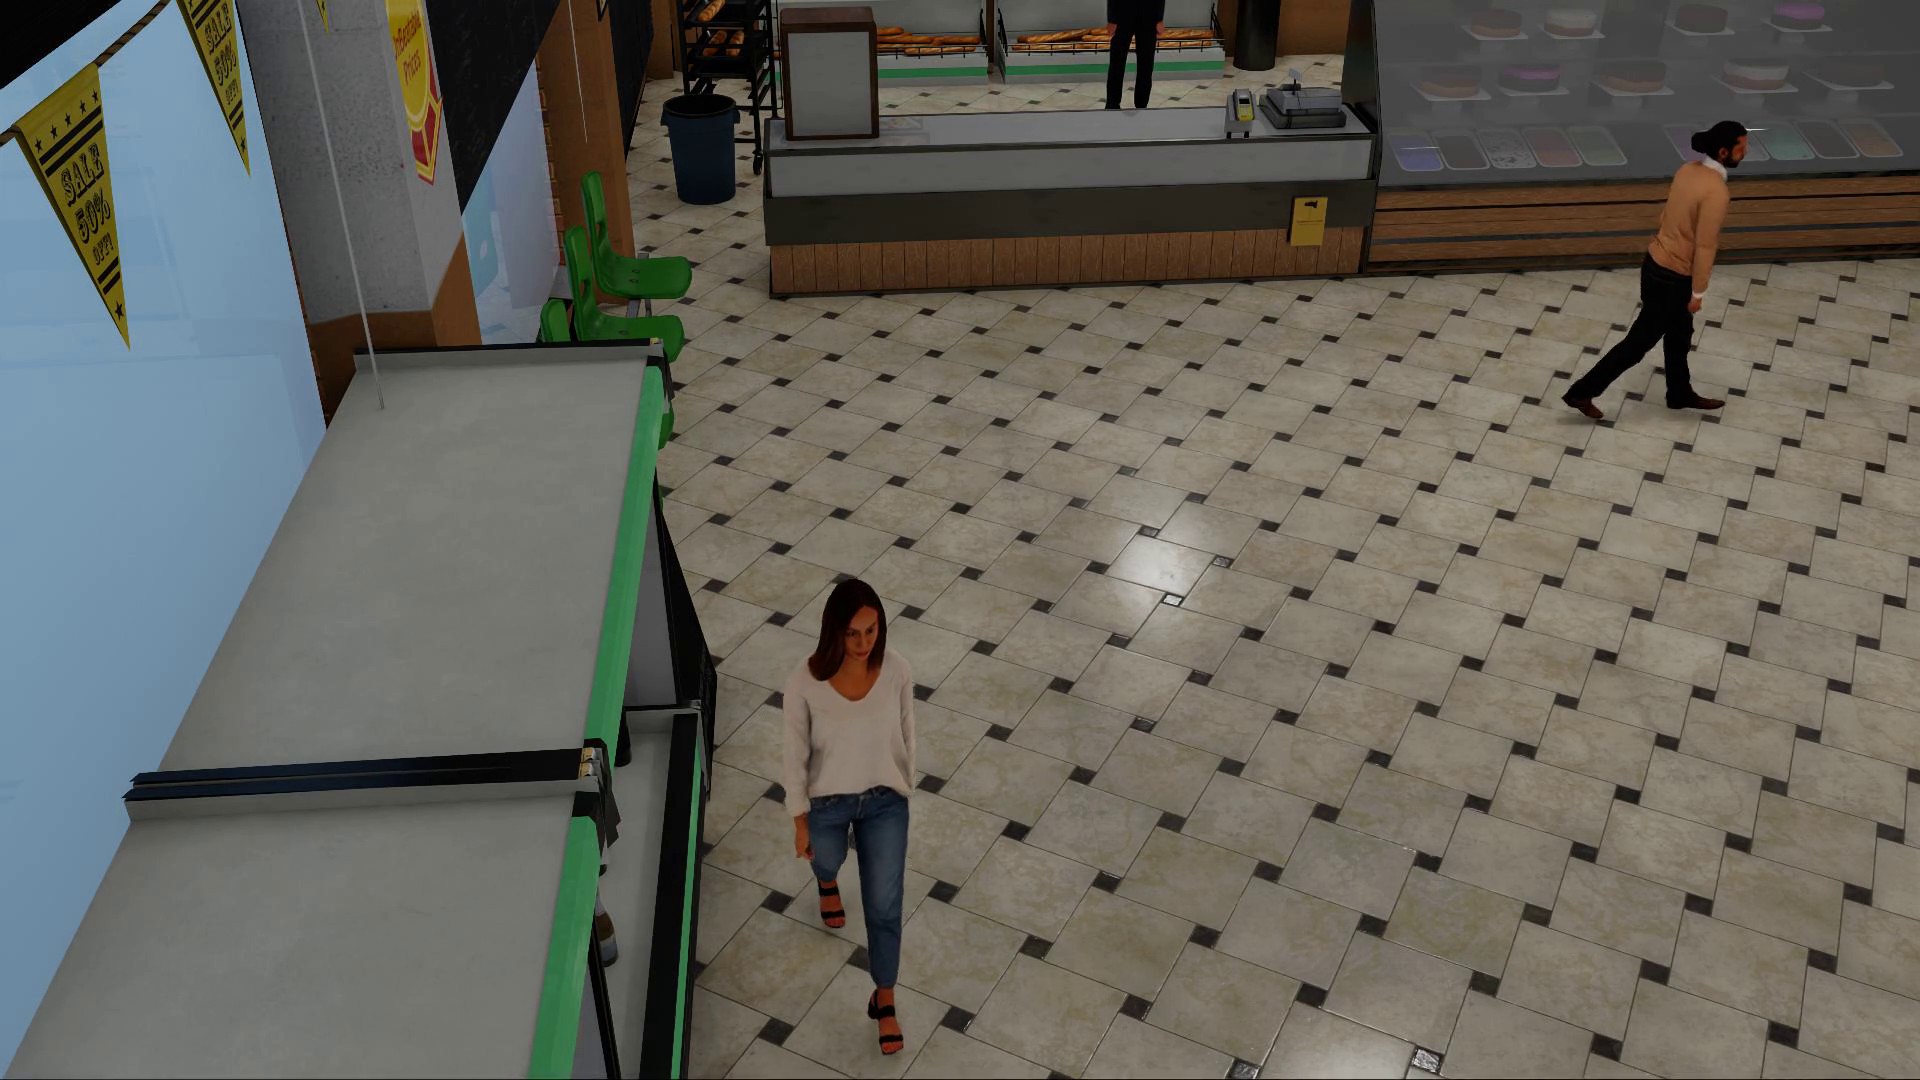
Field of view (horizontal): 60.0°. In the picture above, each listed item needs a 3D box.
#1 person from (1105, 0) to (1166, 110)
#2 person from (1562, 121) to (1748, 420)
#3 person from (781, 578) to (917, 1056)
[{"bbox_3d":[1.428,-4.237,13.464,0.626,1.867,0.569,-2,32,-3],"label":"person"},{"bbox_3d":[3.799,-1.431,9.091,0.886,1.722,1.168,0,32,1],"label":"person"},{"bbox_3d":[-0.390,0.820,5.550,0.672,1.642,1.078,-6,32,-9],"label":"person"}]
